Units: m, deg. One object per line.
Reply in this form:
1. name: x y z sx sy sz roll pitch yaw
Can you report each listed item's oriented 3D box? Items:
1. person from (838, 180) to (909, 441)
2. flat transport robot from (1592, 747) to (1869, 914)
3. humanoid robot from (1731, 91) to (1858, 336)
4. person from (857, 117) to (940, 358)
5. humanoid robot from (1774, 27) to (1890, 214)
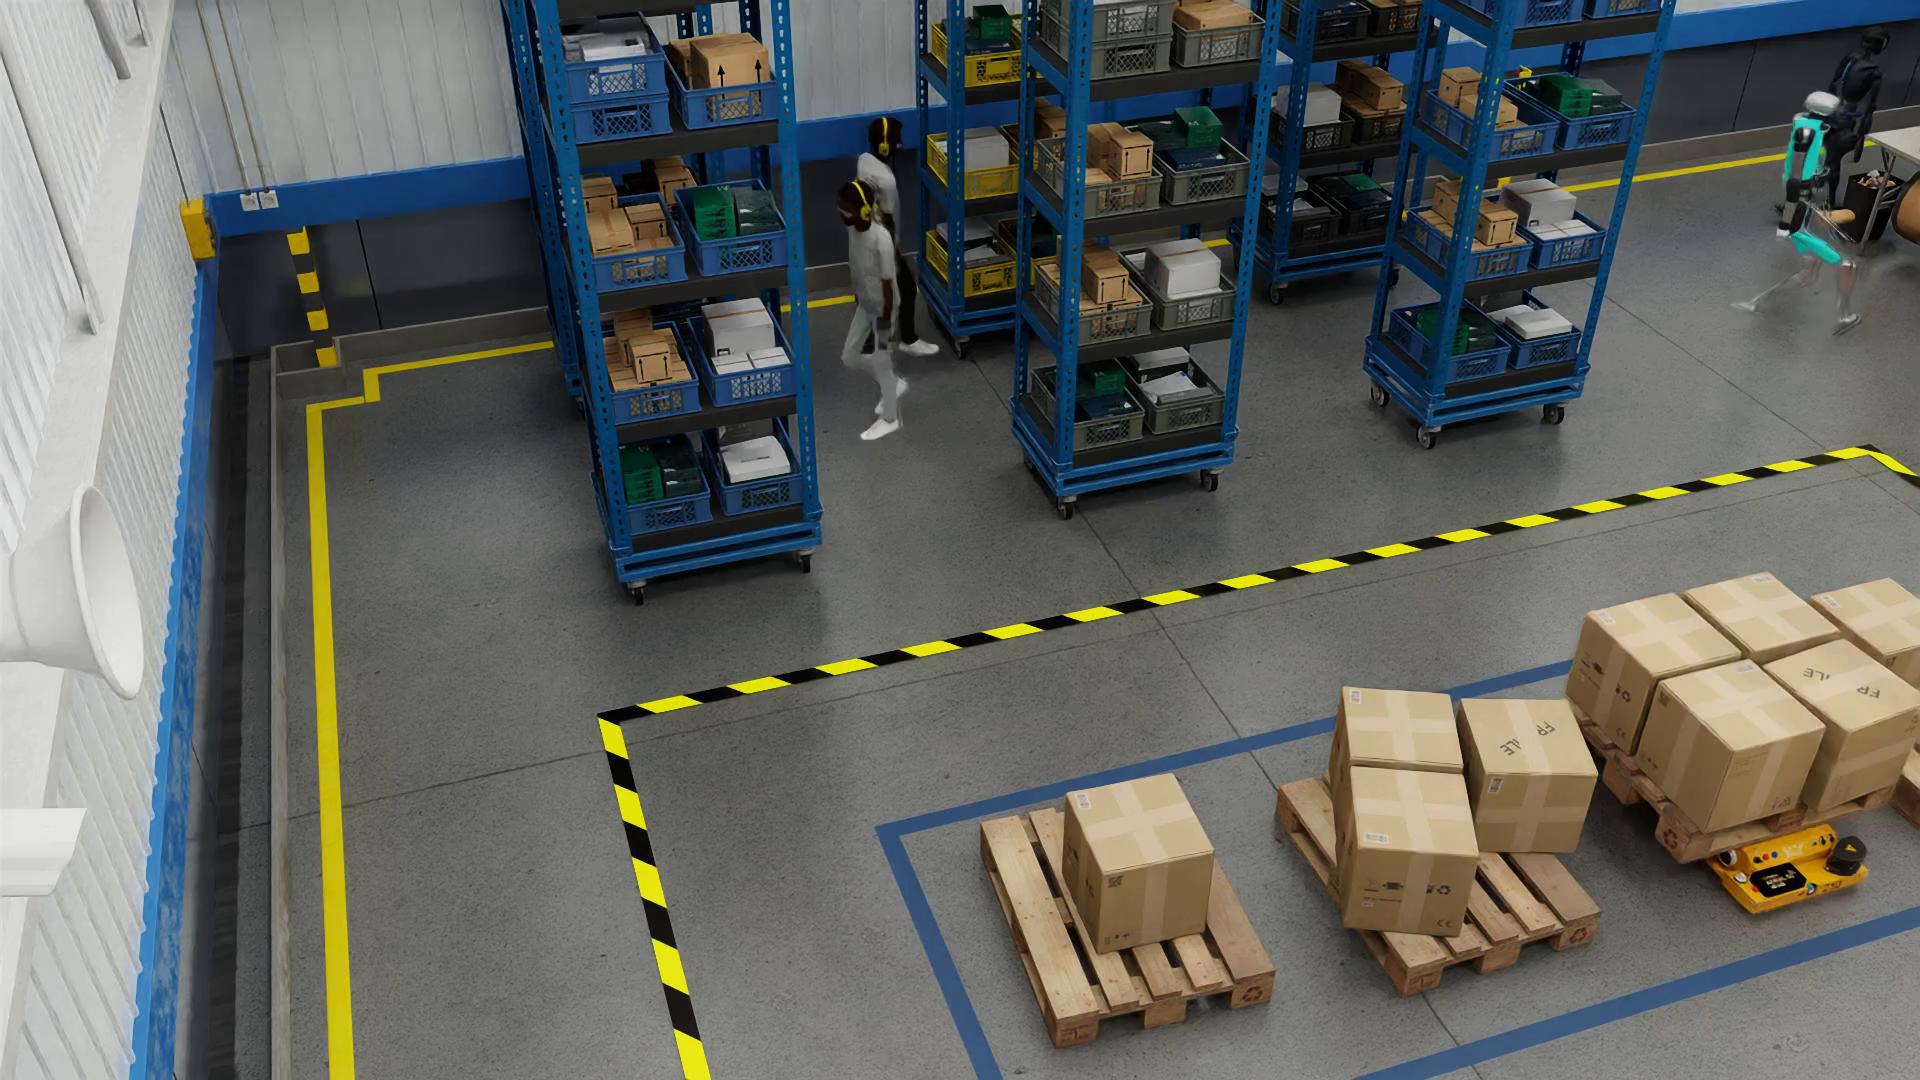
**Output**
1. person: -0.557 -1.488 10.803 0.455 1.845 0.514 -23 41 -29
2. flat transport robot: 3.755 1.217 8.305 0.652 0.197 1.431 -11 37 -15
3. humanoid robot: 6.373 -2.335 12.097 0.959 1.762 0.543 19 40 25
4. person: -0.505 -2.098 11.665 0.610 1.845 0.557 -20 40 -26
5. humanoid robot: 7.239 -3.440 13.767 0.833 1.624 0.608 -6 36 -9
